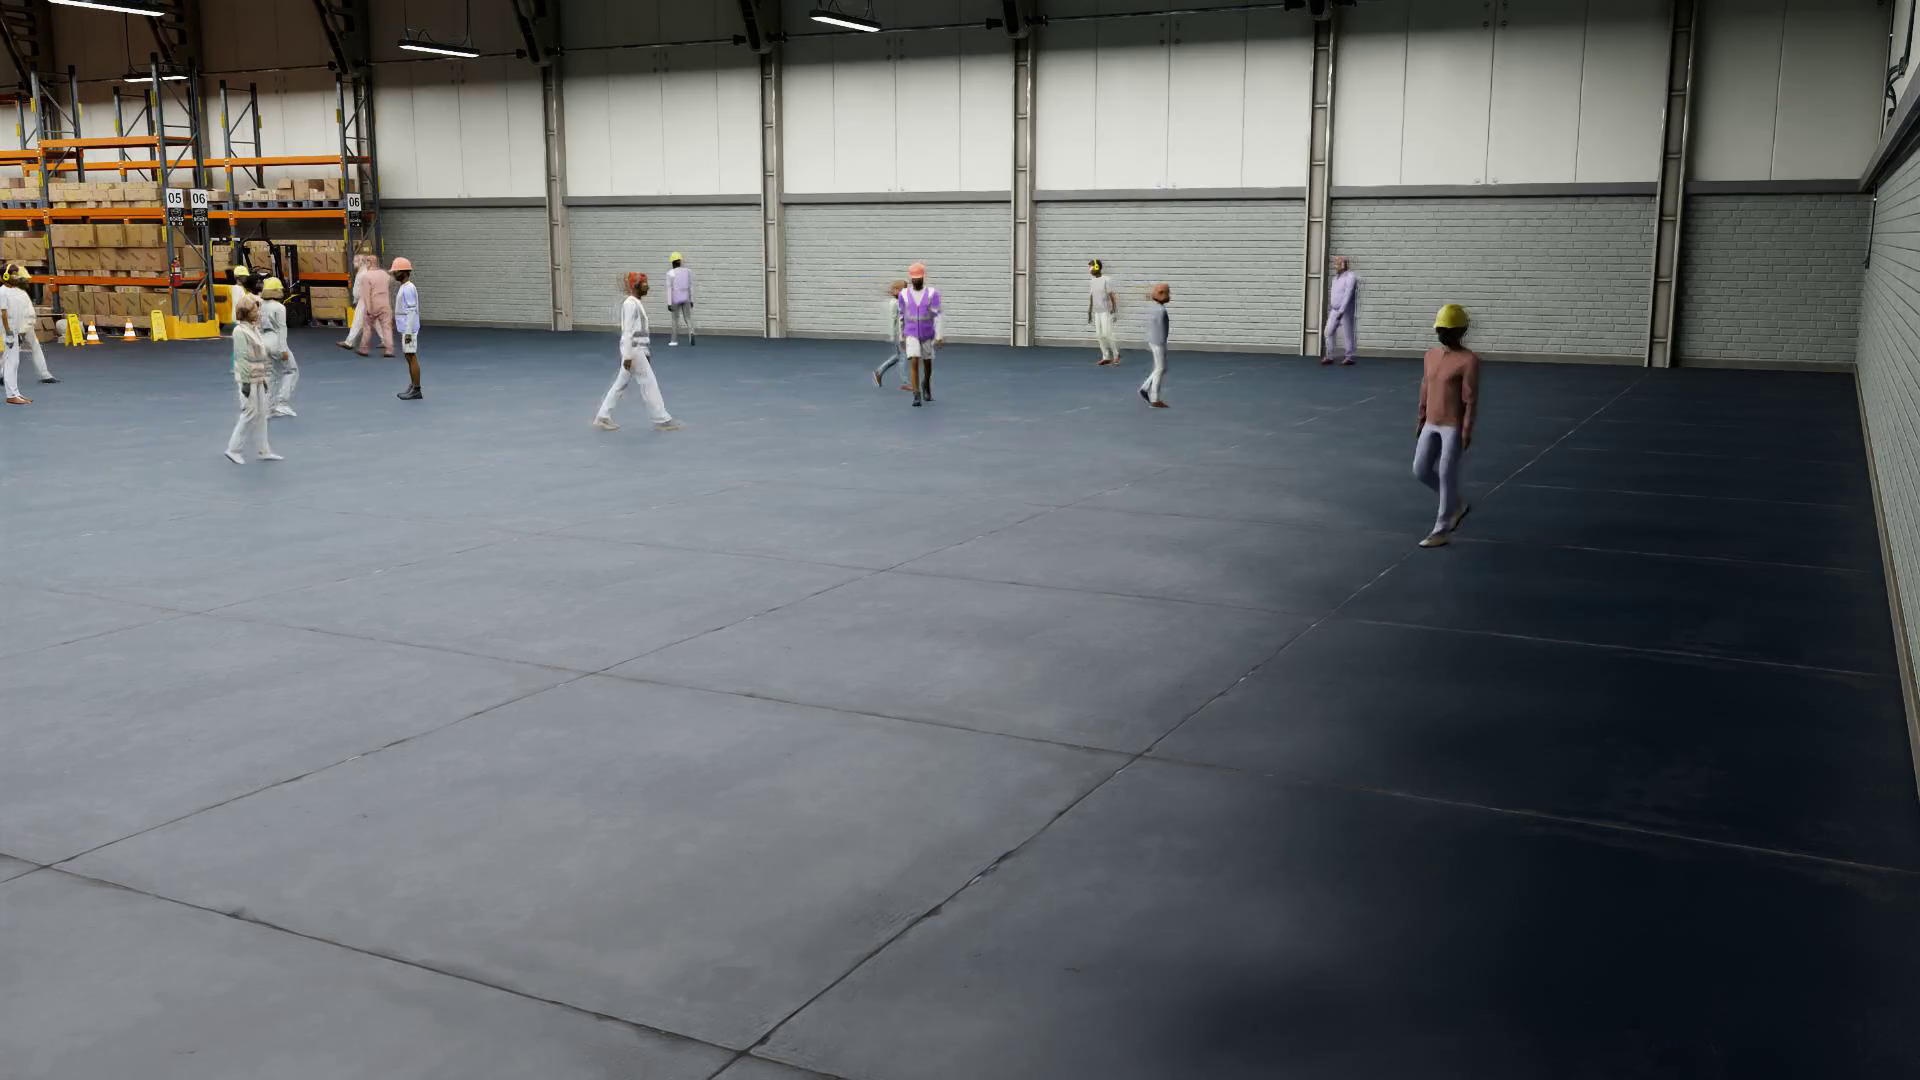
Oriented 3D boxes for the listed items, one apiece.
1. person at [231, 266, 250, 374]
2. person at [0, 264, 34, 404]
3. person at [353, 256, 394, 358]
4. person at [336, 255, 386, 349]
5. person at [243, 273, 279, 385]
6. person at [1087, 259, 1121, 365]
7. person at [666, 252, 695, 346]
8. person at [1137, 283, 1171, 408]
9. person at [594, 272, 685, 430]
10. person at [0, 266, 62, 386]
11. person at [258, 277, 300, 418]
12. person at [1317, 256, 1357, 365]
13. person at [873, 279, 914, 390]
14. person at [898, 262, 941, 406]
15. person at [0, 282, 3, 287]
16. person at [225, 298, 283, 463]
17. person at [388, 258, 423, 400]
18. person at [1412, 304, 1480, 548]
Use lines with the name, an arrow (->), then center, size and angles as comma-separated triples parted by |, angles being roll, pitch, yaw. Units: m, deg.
person -> -11.511, -3.533, 26.787 | 0.557, 1.743, 0.560 | -4, 11, -20
person -> -12.622, -2.737, 22.164 | 0.327, 1.861, 0.518 | -3, 11, -18
person -> -10.825, -4.296, 30.660 | 0.978, 1.859, 0.644 | 7, 13, 34
person -> -11.789, -4.691, 32.841 | 1.034, 1.855, 0.645 | -3, 11, -16
person -> -10.625, -3.173, 25.044 | 0.657, 1.675, 0.540 | 1, 10, 6
person -> 2.470, -3.934, 28.771 | 0.453, 1.829, 0.576 | -7, 13, -35
person -> -5.656, -4.871, 33.653 | 0.633, 1.908, 0.706 | -7, 12, -32
person -> 2.595, -2.521, 21.638 | 0.374, 1.625, 0.514 | -1, 10, -5
person -> -3.754, -2.164, 19.135 | 1.038, 1.833, 0.588 | -2, 10, -8
person -> -14.045, -3.183, 24.801 | 0.926, 1.792, 0.611 | -3, 11, -16
person -> -8.403, -2.360, 20.467 | 0.518, 1.725, 0.476 | 6, 12, 31
person -> 6.509, -3.934, 28.658 | 0.744, 1.877, 0.641 | -4, 11, -21
person -> -0.950, -2.987, 24.213 | 0.683, 1.617, 0.504 | 3, 11, 16
person -> -0.531, -2.752, 22.144 | 0.568, 1.902, 0.882 | 0, 10, 1
person -> -24.222, -6.509, 42.239 | 0.544, 2.000, 0.706 | 7, 12, 33
person -> -7.031, -1.571, 16.471 | 0.386, 1.651, 0.536 | -1, 10, -7
person -> -7.601, -2.893, 22.804 | 0.362, 1.934, 0.551 | -4, 11, -22
person -> 3.535, -0.827, 12.010 | 0.491, 1.752, 0.547 | -6, 12, -28
